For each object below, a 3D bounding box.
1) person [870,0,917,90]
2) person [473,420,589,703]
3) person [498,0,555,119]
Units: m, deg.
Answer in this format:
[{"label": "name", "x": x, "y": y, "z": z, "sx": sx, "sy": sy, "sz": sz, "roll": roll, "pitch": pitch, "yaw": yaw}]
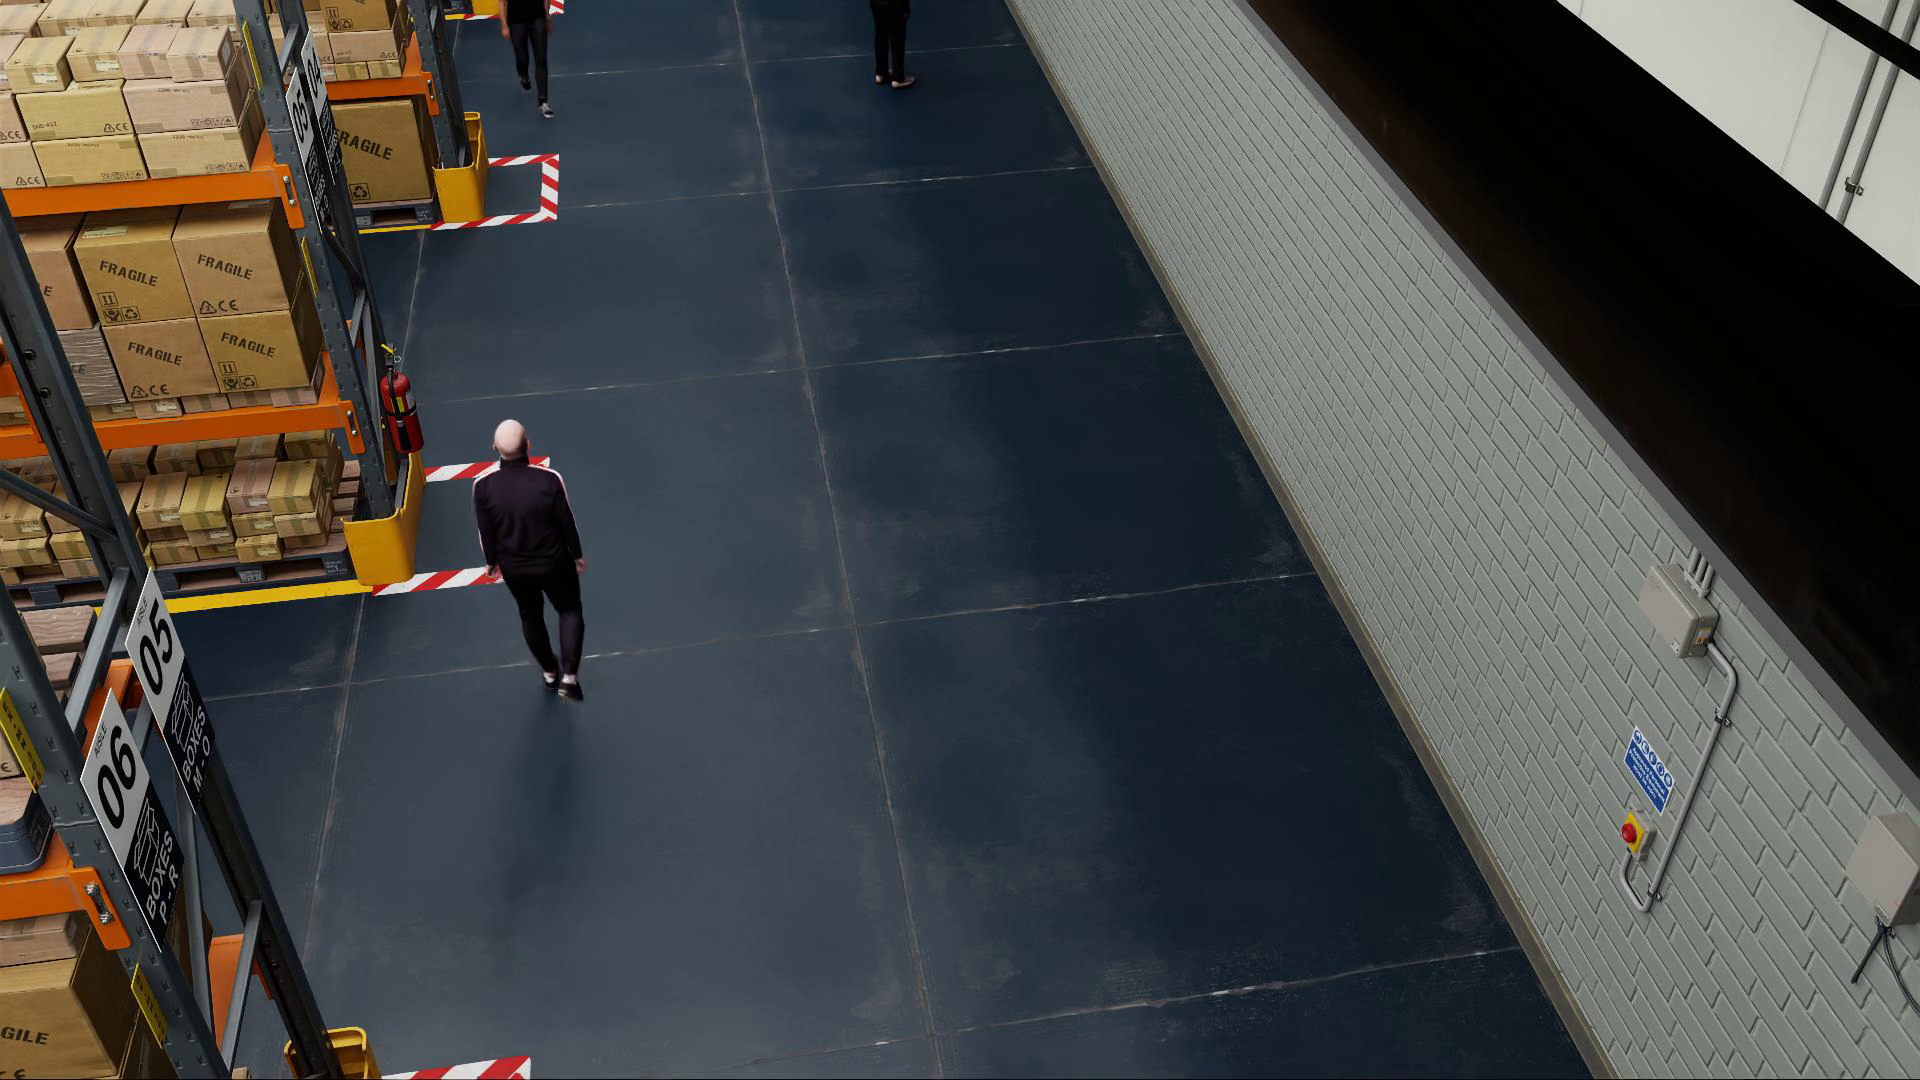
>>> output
[{"label": "person", "x": -0.688, "y": -5.246, "z": 16.269, "sx": 0.760, "sy": 1.616, "sz": 0.802, "roll": 31, "pitch": 47, "yaw": 33}, {"label": "person", "x": -2.339, "y": 0.208, "z": 9.137, "sx": 0.804, "sy": 1.814, "sz": 0.767, "roll": -5, "pitch": 38, "yaw": -7}, {"label": "person", "x": -4.127, "y": -4.964, "z": 15.745, "sx": 0.956, "sy": 1.816, "sz": 0.883, "roll": -18, "pitch": 42, "yaw": -22}]
